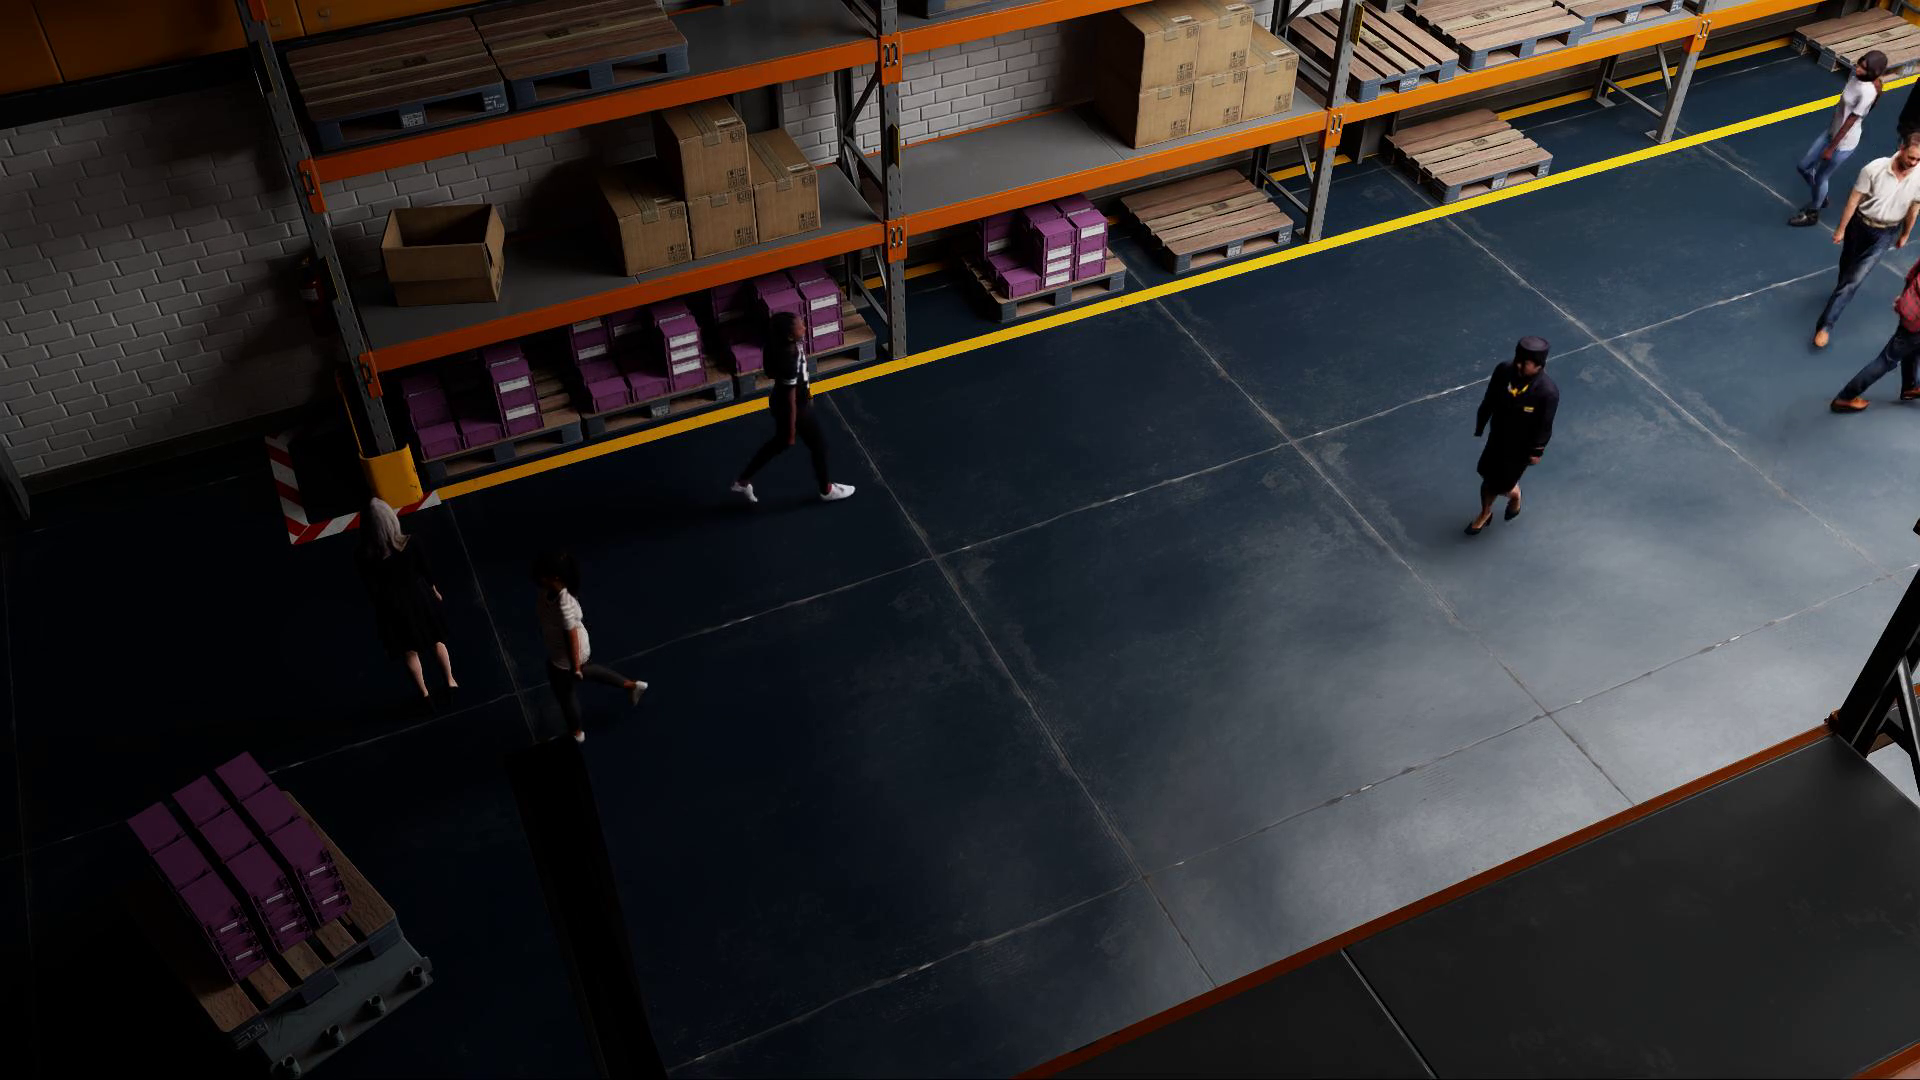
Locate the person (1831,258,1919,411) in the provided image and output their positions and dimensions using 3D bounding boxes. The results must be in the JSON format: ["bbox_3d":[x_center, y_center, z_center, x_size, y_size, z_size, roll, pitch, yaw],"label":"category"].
[{"bbox_3d":[7.065,-1.652,12.384,1.205,1.784,1.018,0,44,0],"label":"person"}]

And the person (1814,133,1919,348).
[{"bbox_3d":[7.290,-2.517,13.288,1.088,1.790,1.333,25,49,24],"label":"person"}]

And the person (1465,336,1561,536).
[{"bbox_3d":[3.858,-0.708,11.482,0.774,1.662,0.766,-27,50,-25],"label":"person"}]

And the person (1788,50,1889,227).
[{"bbox_3d":[7.631,-3.416,14.293,0.784,1.706,0.729,5,44,6],"label":"person"}]

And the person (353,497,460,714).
[{"bbox_3d":[-3.408,0.404,10.253,0.507,1.747,0.659,-20,47,-20],"label":"person"}]

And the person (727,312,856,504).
[{"bbox_3d":[-1.255,-0.879,11.633,1.186,1.699,0.764,-11,45,-11],"label":"person"}]

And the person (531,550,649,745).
[{"bbox_3d":[-2.304,0.633,10.099,0.957,1.627,0.658,-12,45,-13],"label":"person"}]
